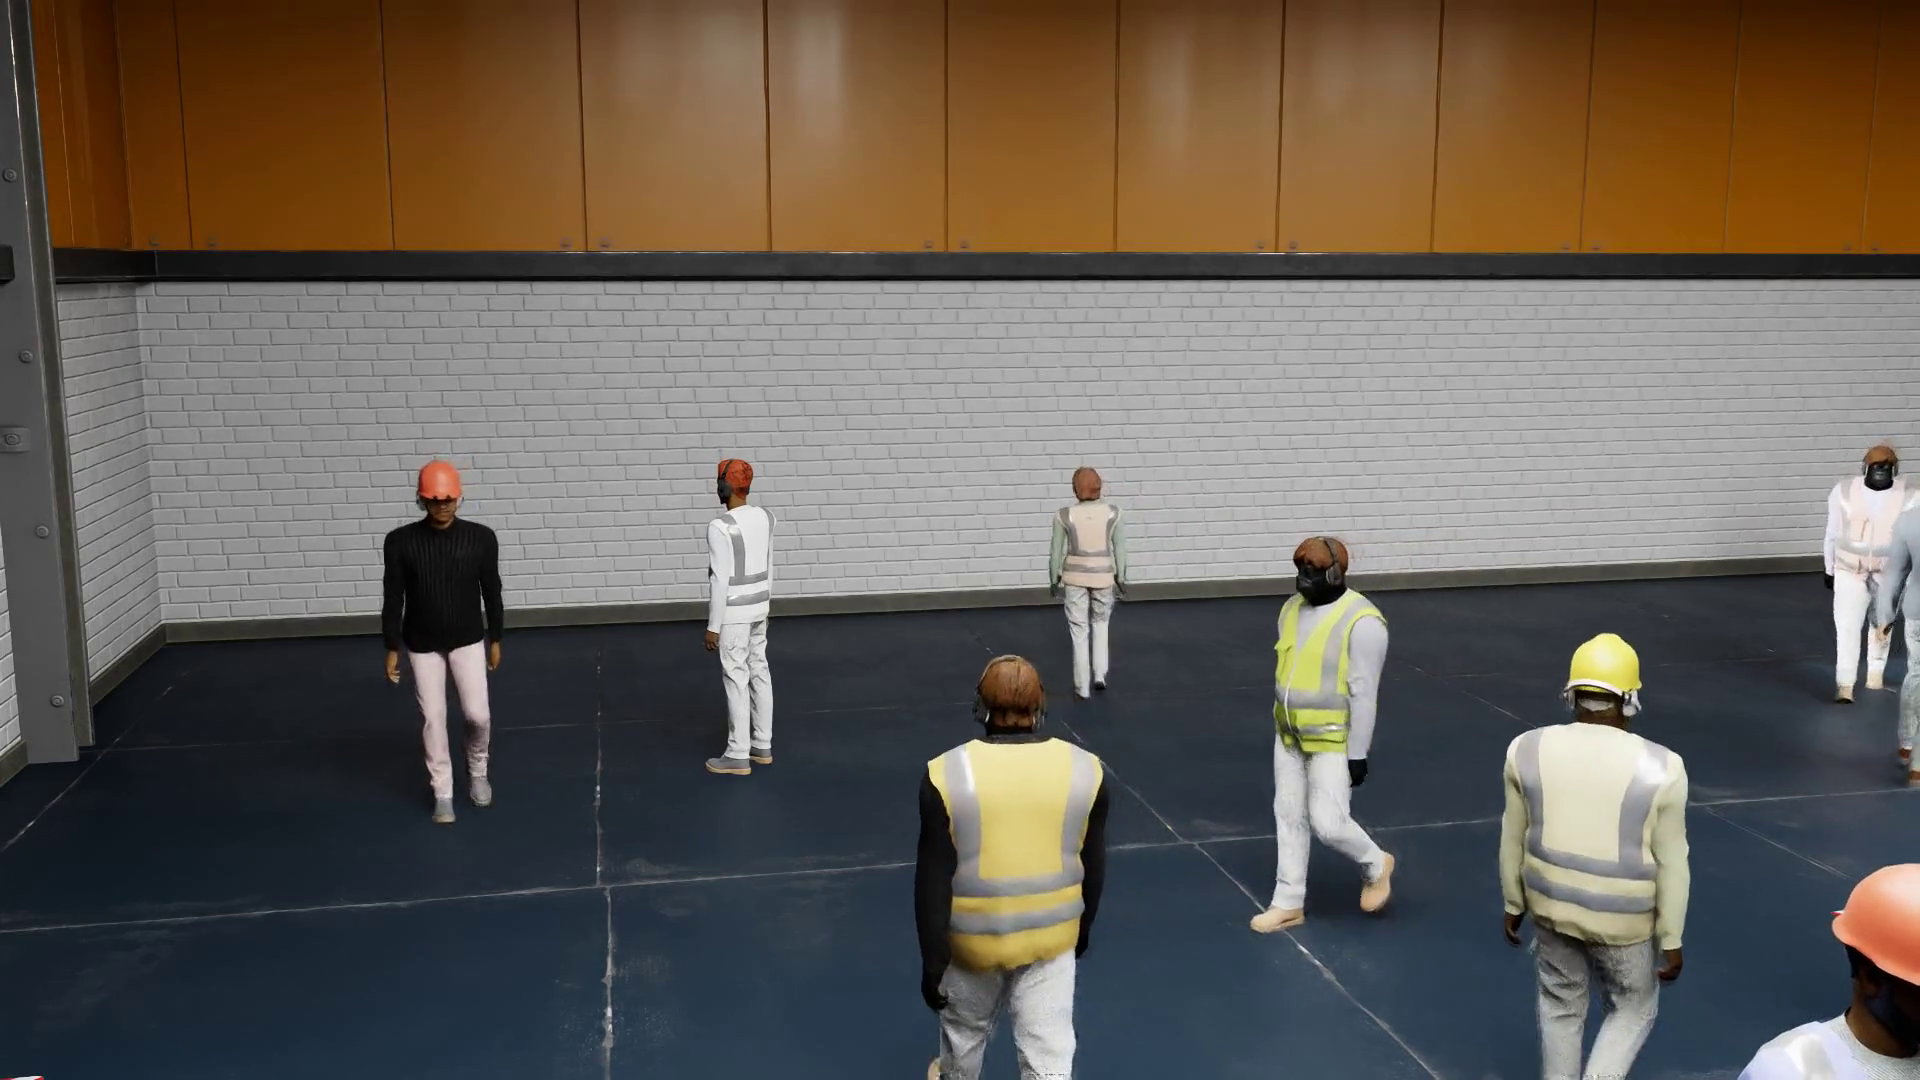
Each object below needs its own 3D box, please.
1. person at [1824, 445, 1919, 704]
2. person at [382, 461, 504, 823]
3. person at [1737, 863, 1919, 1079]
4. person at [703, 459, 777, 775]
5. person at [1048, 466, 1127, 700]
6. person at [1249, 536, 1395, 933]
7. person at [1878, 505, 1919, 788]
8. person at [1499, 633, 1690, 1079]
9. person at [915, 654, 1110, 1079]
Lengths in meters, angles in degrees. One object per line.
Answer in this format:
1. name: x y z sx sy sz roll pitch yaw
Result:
1. person: 6.370 0.226 11.611 0.629 1.791 1.000 5 11 28
2. person: -2.792 0.554 8.997 0.636 1.980 0.428 -3 10 -16
3. person: 1.708 1.535 3.153 0.542 1.932 0.373 -4 10 -25
4. person: -1.317 0.453 9.899 0.356 1.882 0.574 5 11 28
5. person: 0.884 0.297 11.603 0.545 1.621 0.395 -1 9 -6
6. person: 1.654 0.876 7.493 0.612 1.823 0.644 -5 11 -30
7. person: 5.782 0.468 9.729 0.807 1.904 0.640 -9 13 -43
8. person: 2.066 1.210 5.470 0.614 1.815 0.451 7 12 38
9. person: 0.140 1.245 5.362 0.642 1.787 0.958 -2 9 -11
